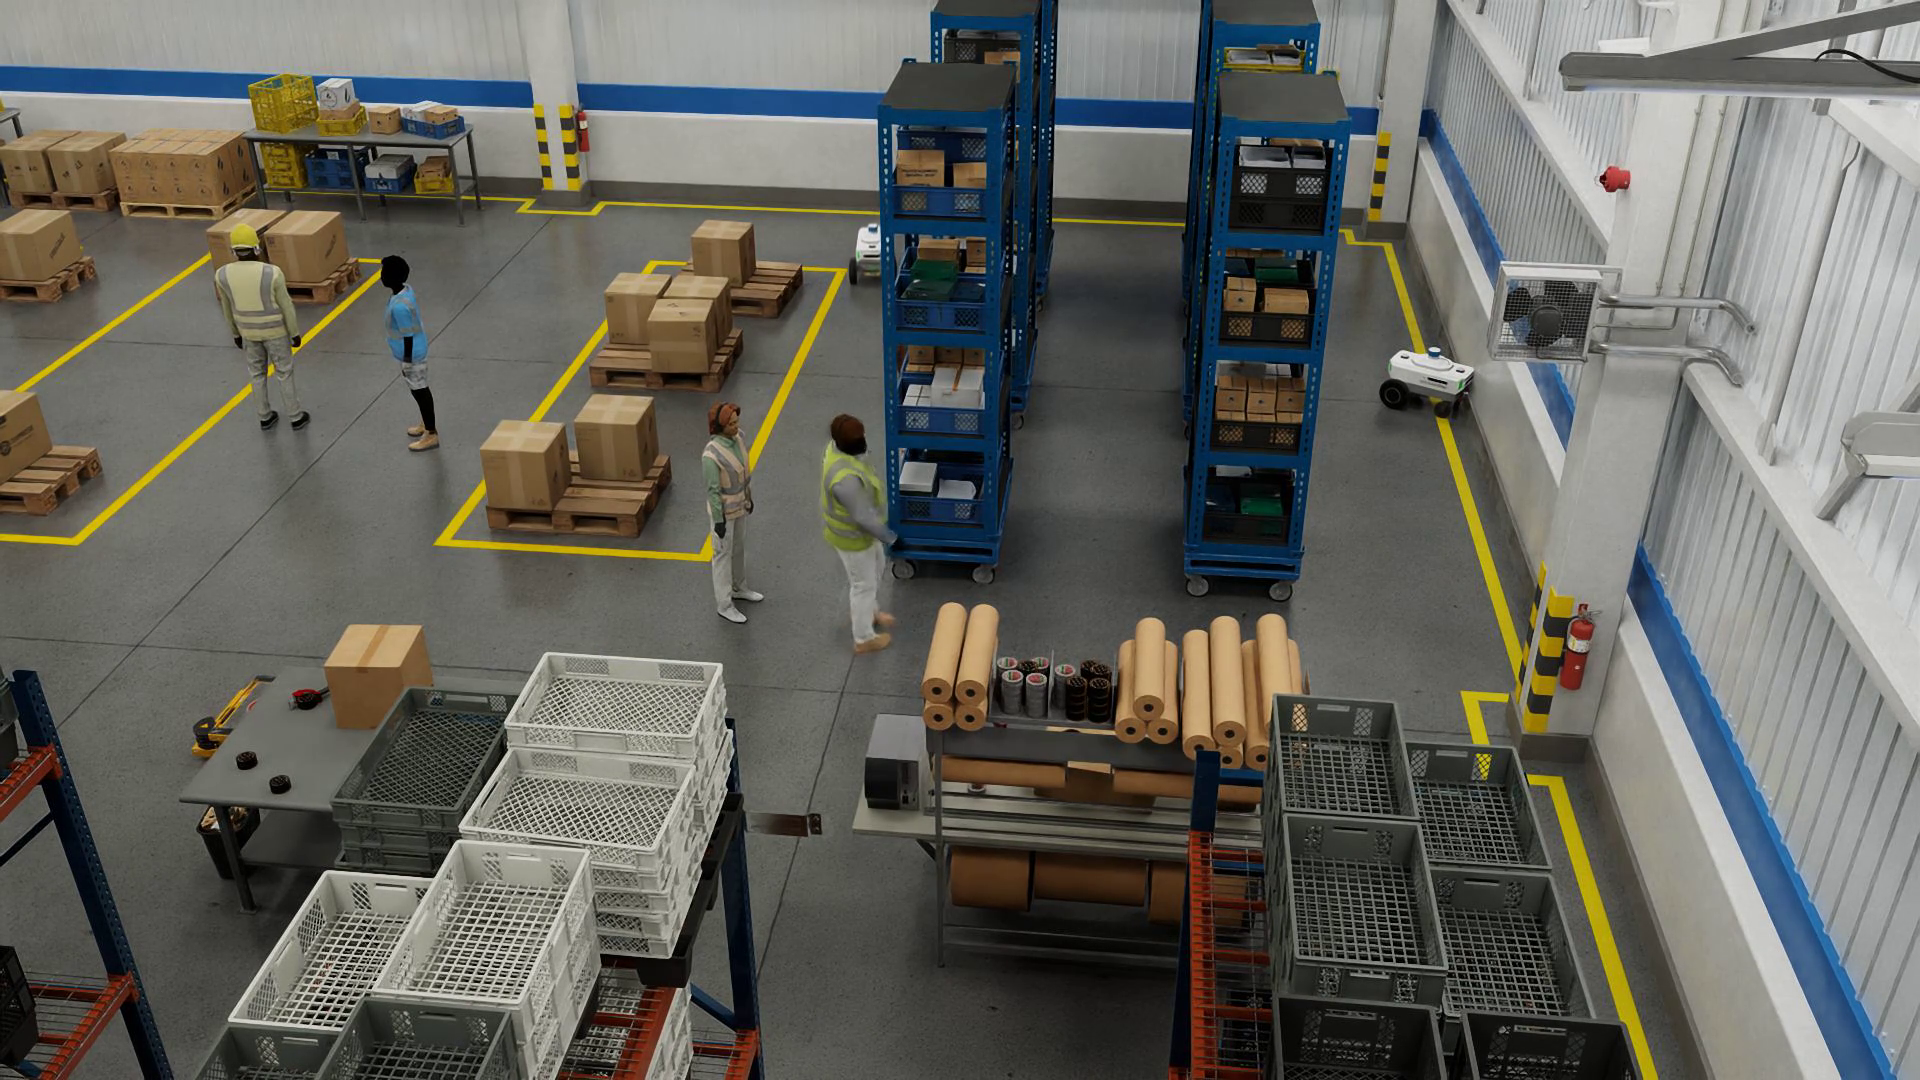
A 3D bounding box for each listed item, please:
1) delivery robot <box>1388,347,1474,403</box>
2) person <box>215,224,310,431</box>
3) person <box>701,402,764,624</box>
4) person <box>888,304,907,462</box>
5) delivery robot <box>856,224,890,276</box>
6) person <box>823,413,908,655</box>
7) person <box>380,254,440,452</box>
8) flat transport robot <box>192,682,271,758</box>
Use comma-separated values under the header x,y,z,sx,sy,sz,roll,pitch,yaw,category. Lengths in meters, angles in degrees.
x,y,z,sx,sy,sz,roll,pitch,yaw,category
4.195,-1.475,14.809,0.707,0.478,0.477,20,36,30,delivery robot
-5.947,-1.805,14.221,0.598,1.827,0.404,2,30,3,person
-1.613,-0.215,11.662,0.307,1.641,0.511,9,31,15,person
-0.293,-1.349,13.283,0.623,1.982,0.415,-11,32,-18,person
-0.917,-3.099,17.599,0.477,0.478,0.707,0,30,0,delivery robot
-0.630,-0.061,11.232,0.560,1.812,0.692,-2,30,-3,person
-4.619,-1.576,13.942,0.317,1.700,0.539,-8,31,-14,person
-4.089,1.163,10.648,1.431,0.197,0.652,3,30,6,flat transport robot
